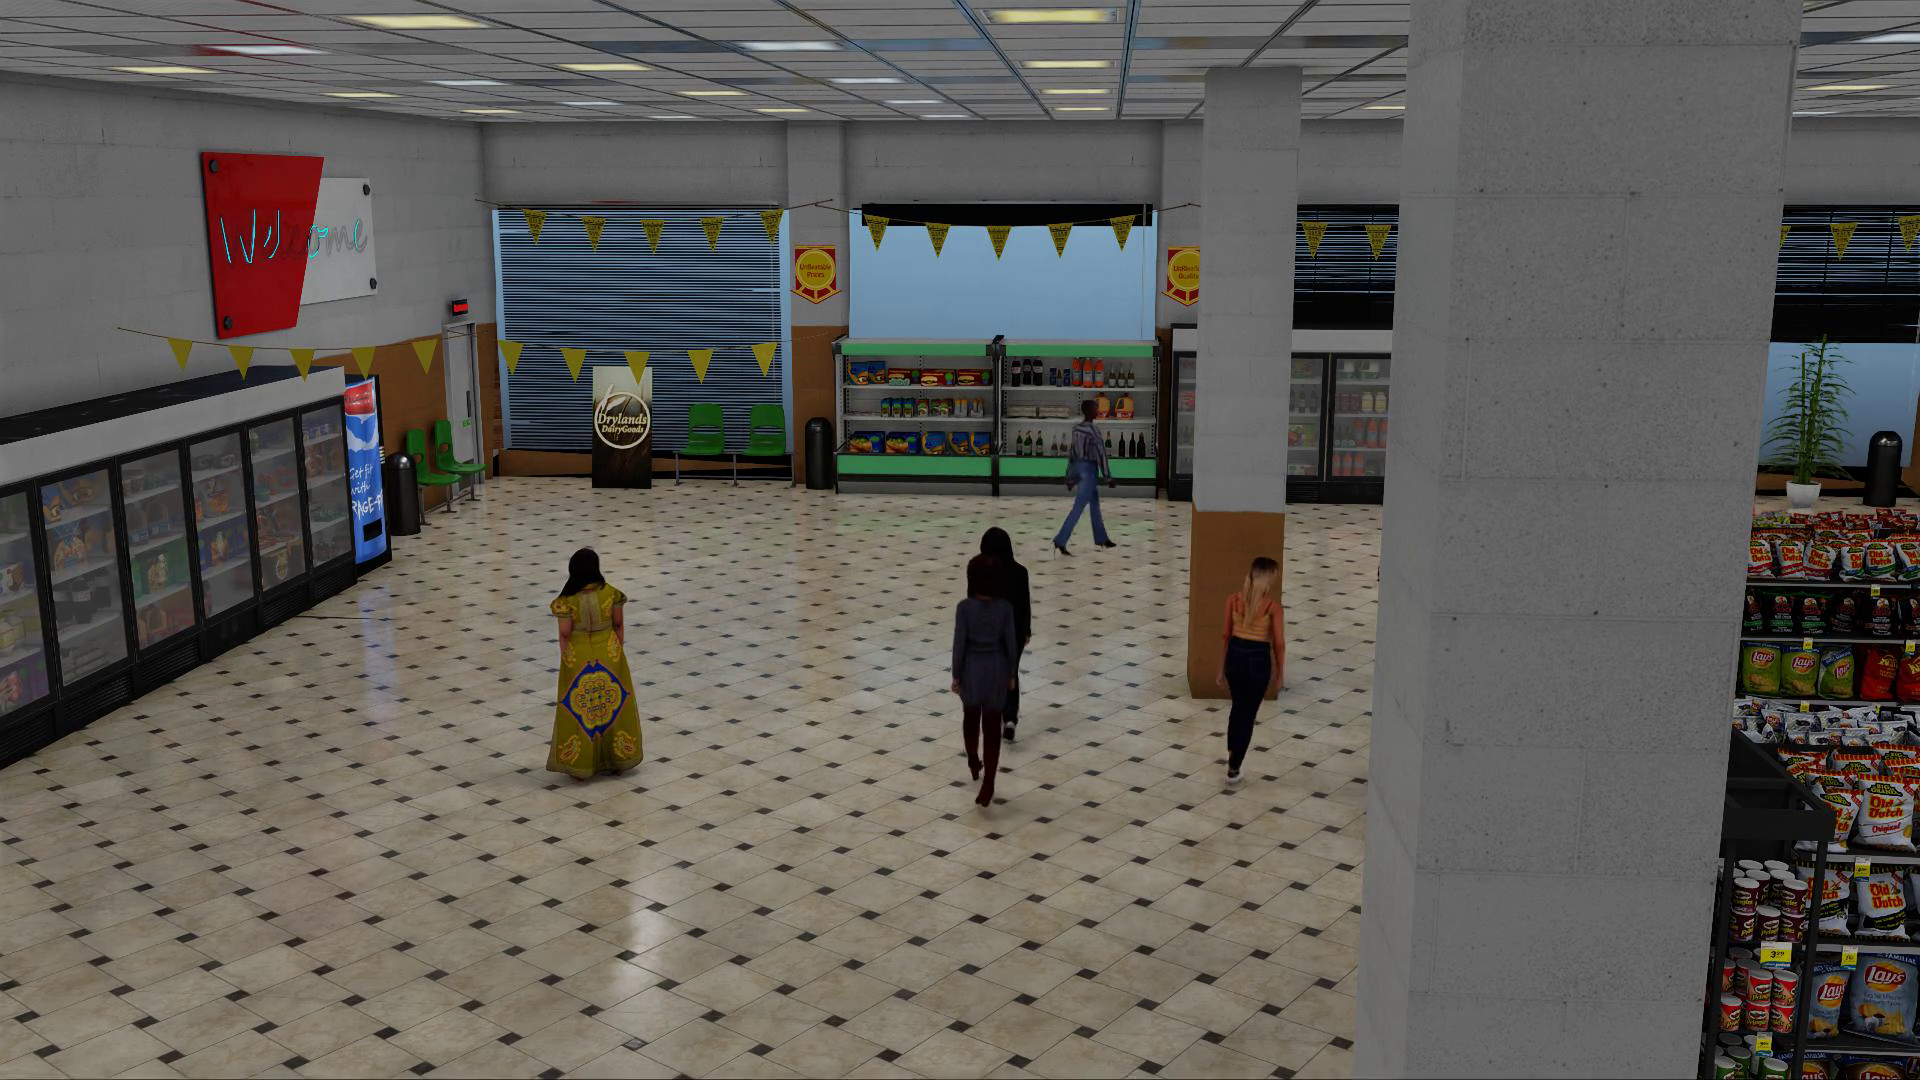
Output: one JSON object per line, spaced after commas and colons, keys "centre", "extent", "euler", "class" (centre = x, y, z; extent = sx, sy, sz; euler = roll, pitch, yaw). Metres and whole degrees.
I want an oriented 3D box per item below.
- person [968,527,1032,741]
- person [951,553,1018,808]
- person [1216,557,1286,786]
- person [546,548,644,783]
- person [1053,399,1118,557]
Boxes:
{"centre": [0.301, 0.730, 12.471], "extent": [1.052, 1.584, 0.808], "euler": [-1, 12, -3], "class": "person"}
{"centre": [0.174, 0.973, 11.121], "extent": [1.049, 1.665, 0.705], "euler": [0, 12, -1], "class": "person"}
{"centre": [1.973, 0.929, 11.460], "extent": [0.659, 1.611, 0.760], "euler": [6, 13, 25], "class": "person"}
{"centre": [-2.578, 0.863, 11.655], "extent": [0.952, 1.660, 1.058], "euler": [-6, 13, -27], "class": "person"}
{"centre": [1.344, -0.652, 18.641], "extent": [1.221, 1.746, 1.028], "euler": [-6, 13, -28], "class": "person"}
